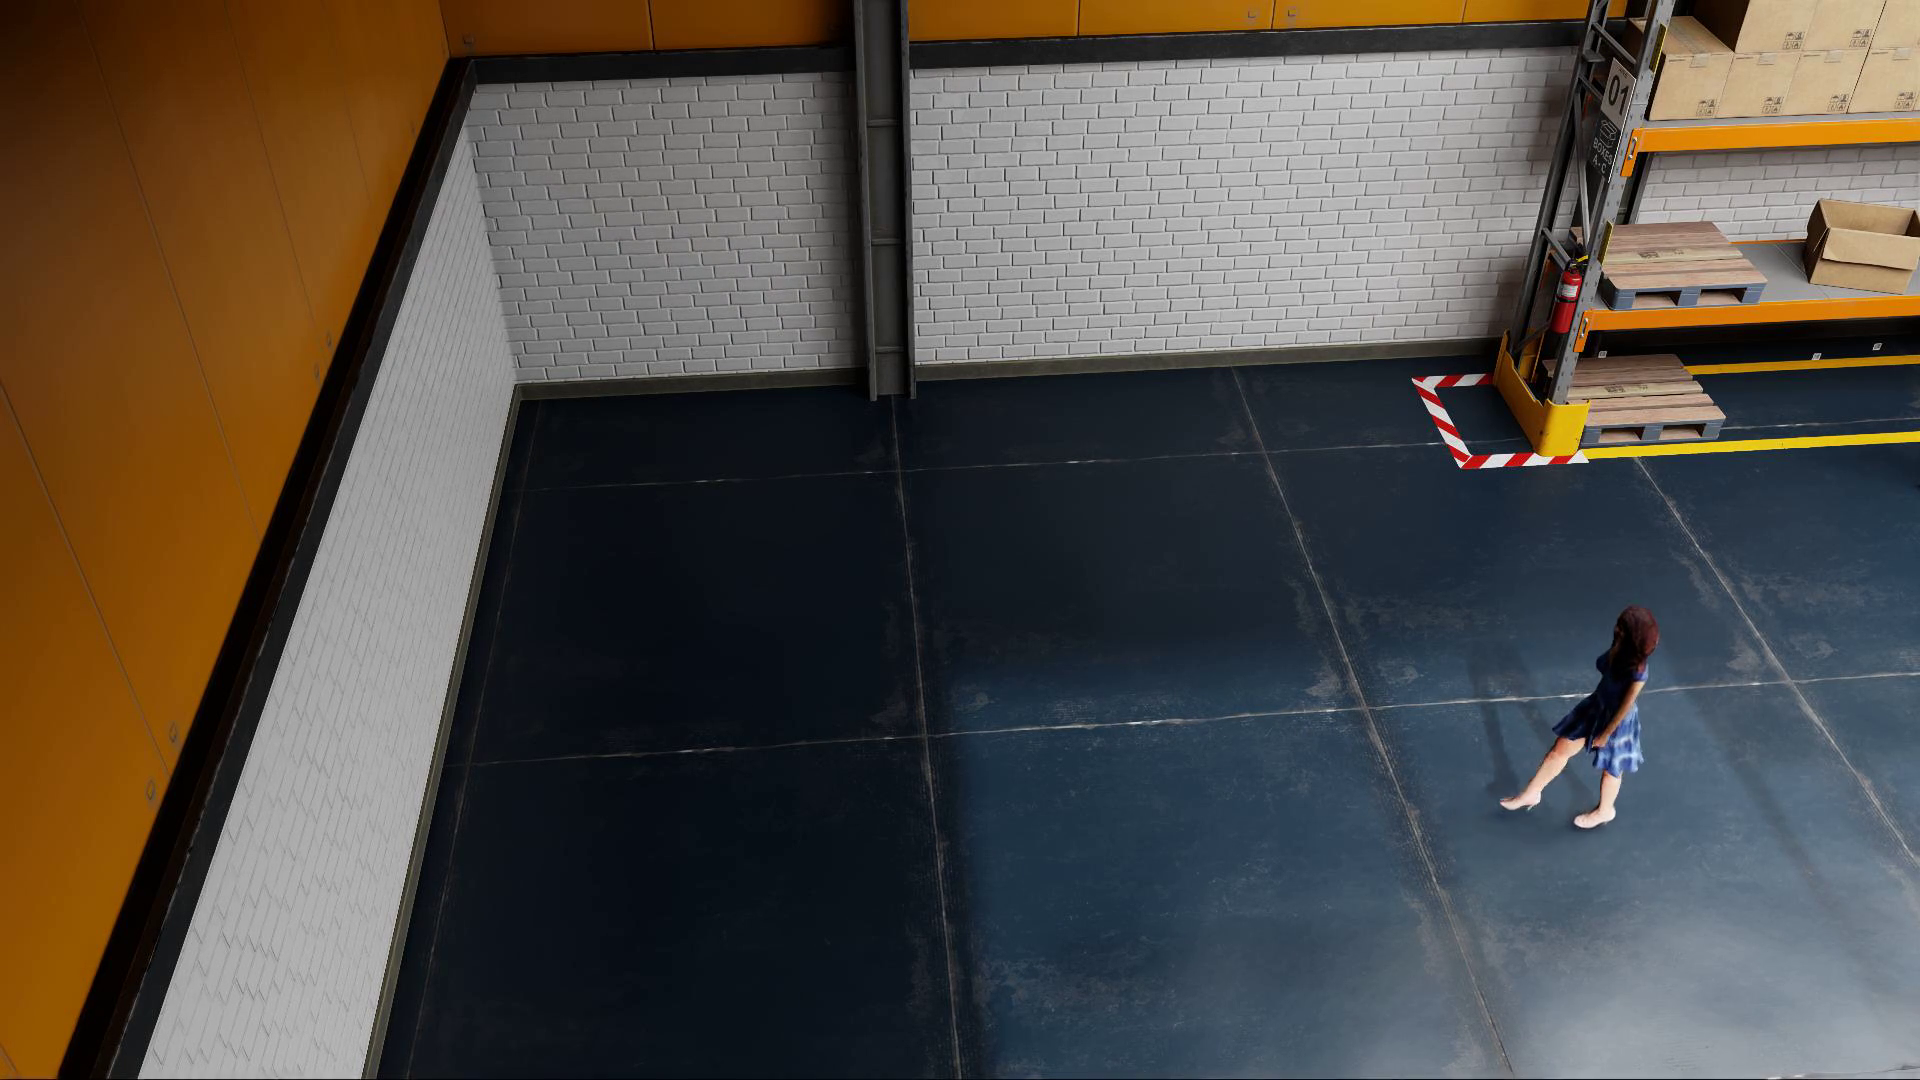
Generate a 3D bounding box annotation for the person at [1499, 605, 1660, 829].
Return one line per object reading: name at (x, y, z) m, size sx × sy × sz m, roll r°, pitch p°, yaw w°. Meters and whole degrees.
person at (3.935, 1.101, 9.914) m, size 0.938 × 1.782 × 0.685 m, roll 0°, pitch 39°, yaw 0°
